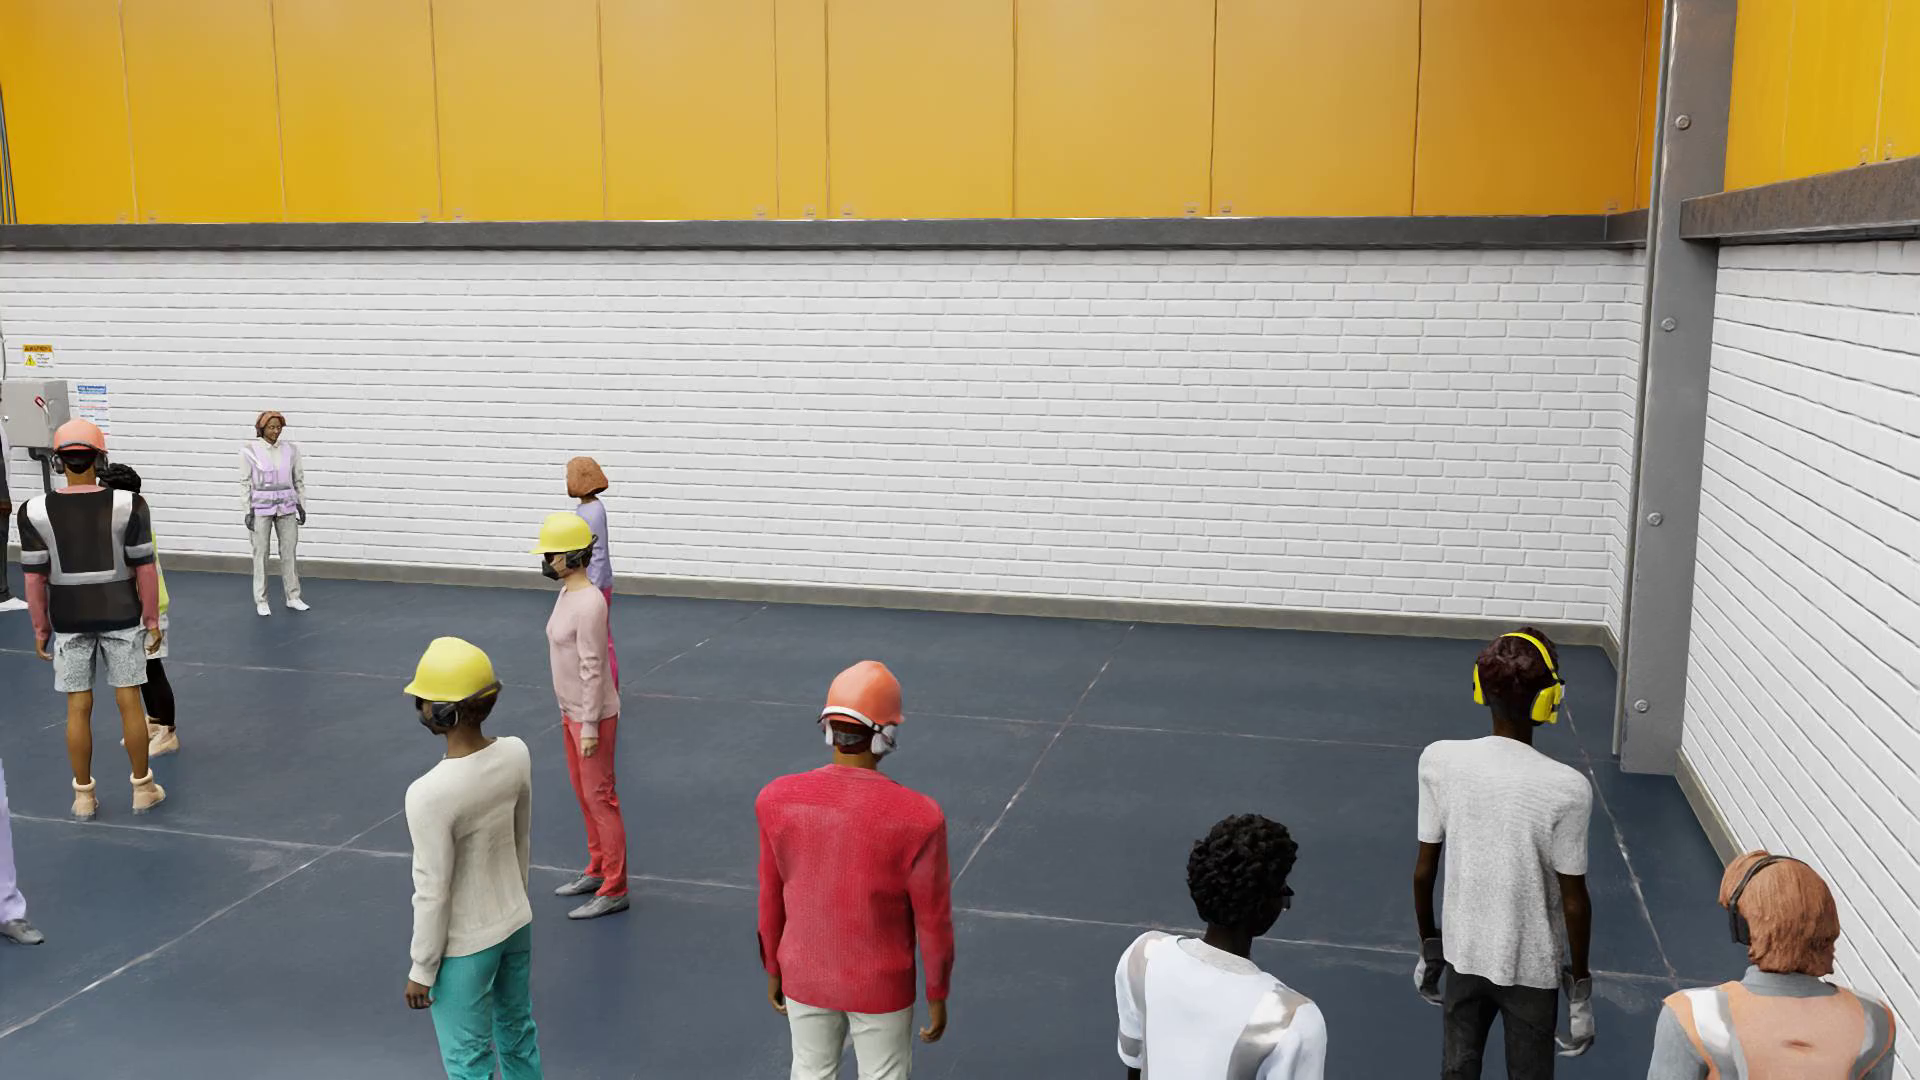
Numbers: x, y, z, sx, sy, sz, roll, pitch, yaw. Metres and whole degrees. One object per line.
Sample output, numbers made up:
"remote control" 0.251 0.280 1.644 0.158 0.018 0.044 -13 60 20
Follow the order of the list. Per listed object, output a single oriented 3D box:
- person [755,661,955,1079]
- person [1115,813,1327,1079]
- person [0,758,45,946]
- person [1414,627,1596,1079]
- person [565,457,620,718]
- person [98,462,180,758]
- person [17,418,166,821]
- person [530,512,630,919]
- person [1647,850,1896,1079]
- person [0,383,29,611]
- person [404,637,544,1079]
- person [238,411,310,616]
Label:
"person" -0.282 1.194 4.637 0.576 1.737 0.355 3 10 17
"person" 0.548 1.405 3.544 0.320 1.686 0.539 -9 13 -43
"person" -4.270 0.816 6.910 0.897 1.722 0.521 5 11 29
"person" 1.460 1.155 4.469 0.518 1.874 0.326 9 13 43
"person" -2.261 0.300 10.202 0.277 1.632 0.502 -3 10 -17
"person" -4.698 0.398 9.479 0.322 1.690 0.537 -8 13 -40
"person" -4.370 0.403 8.412 0.606 2.038 0.382 -4 10 -21
"person" -1.648 0.753 7.185 0.342 1.761 0.528 -5 11 -25
"person" 1.653 1.448 3.459 0.524 1.632 0.317 -1 10 -5
"person" -7.809 -0.379 13.376 0.590 1.915 0.392 8 13 40
"person" -1.419 1.146 4.824 0.306 1.771 0.522 3 10 17
"person" -5.466 -0.217 13.260 0.516 1.633 0.314 -9 13 -41
